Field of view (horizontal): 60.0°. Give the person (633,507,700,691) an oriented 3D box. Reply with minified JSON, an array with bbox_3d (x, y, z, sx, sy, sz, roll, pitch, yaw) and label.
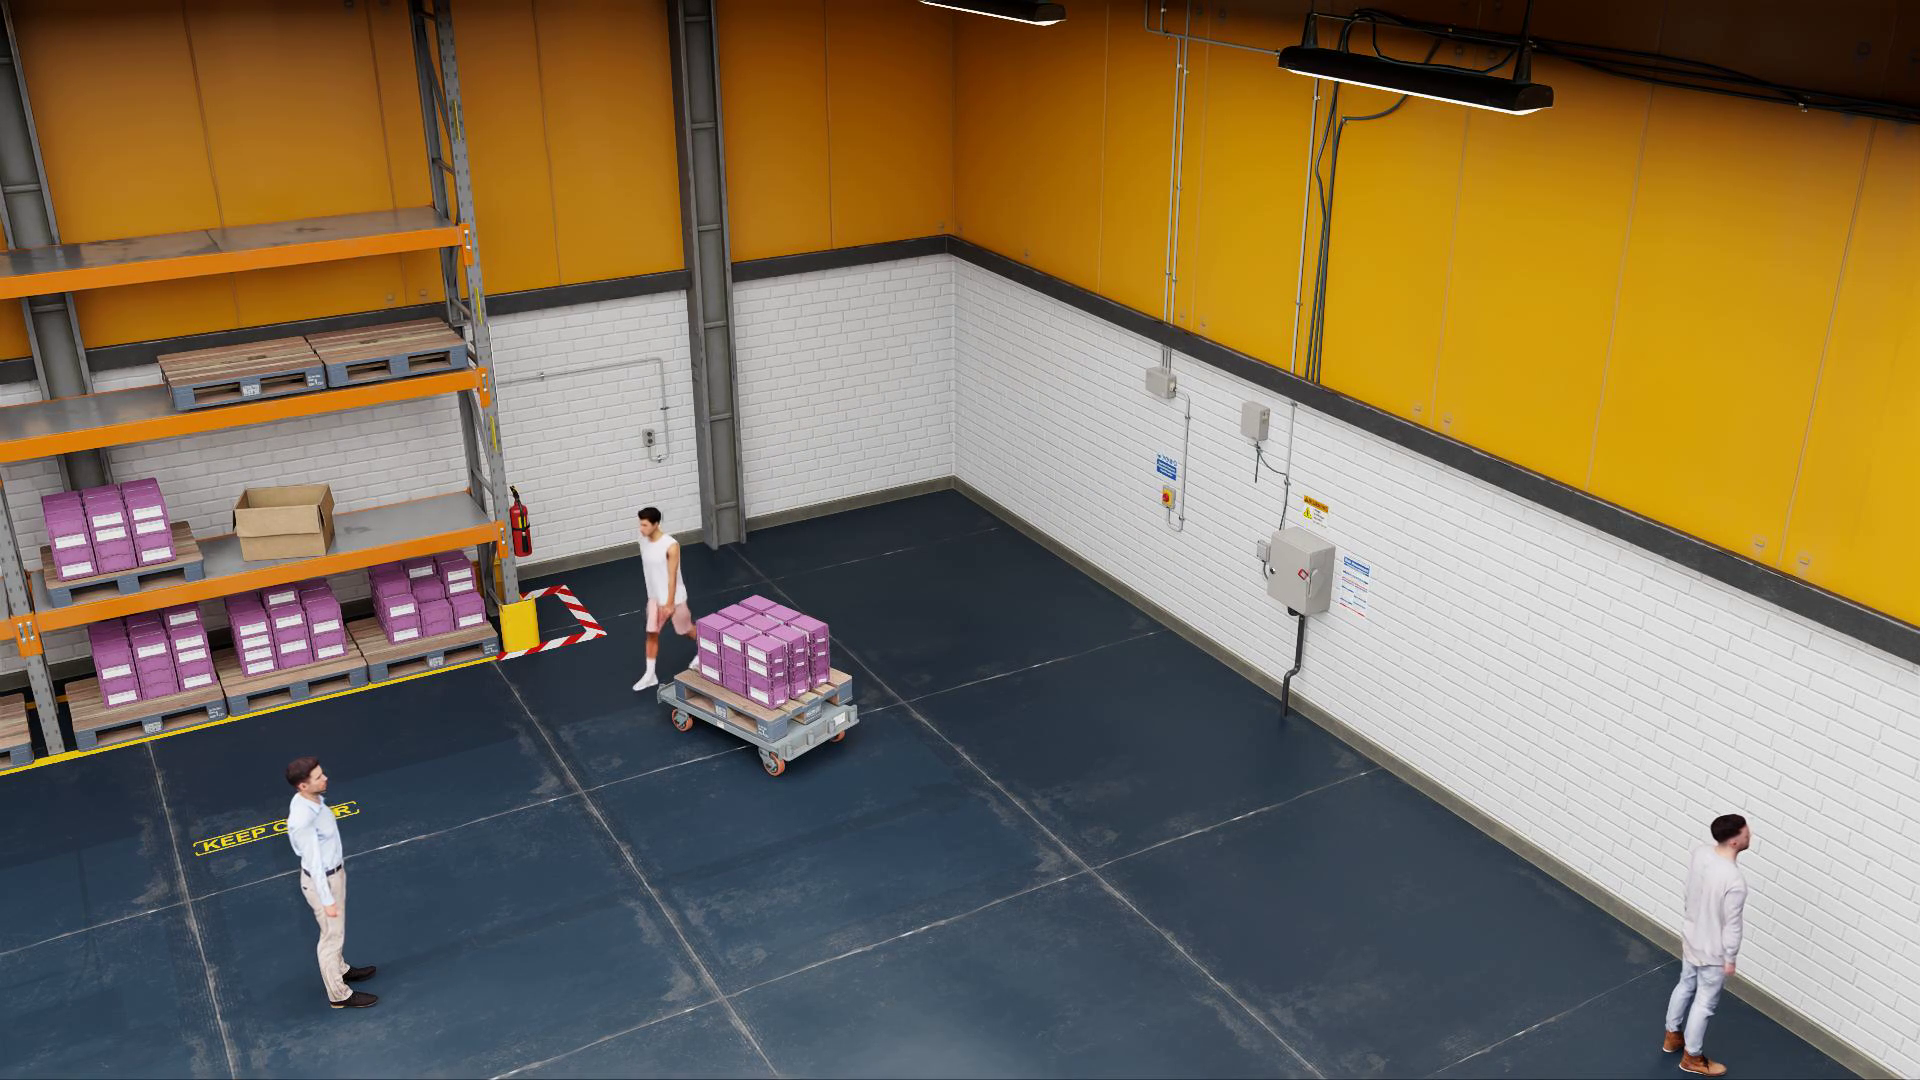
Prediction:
[{"bbox_3d":[-2.598,0.484,15.118,0.975,1.735,1.236,16,28,32],"label":"person"}]

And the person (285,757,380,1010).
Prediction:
[{"bbox_3d":[-4.188,2.236,10.969,0.663,1.847,0.695,-8,25,-17],"label":"person"}]

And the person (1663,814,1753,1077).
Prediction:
[{"bbox_3d":[4.681,2.494,10.387,0.717,1.840,0.761,-3,24,-6],"label":"person"}]
